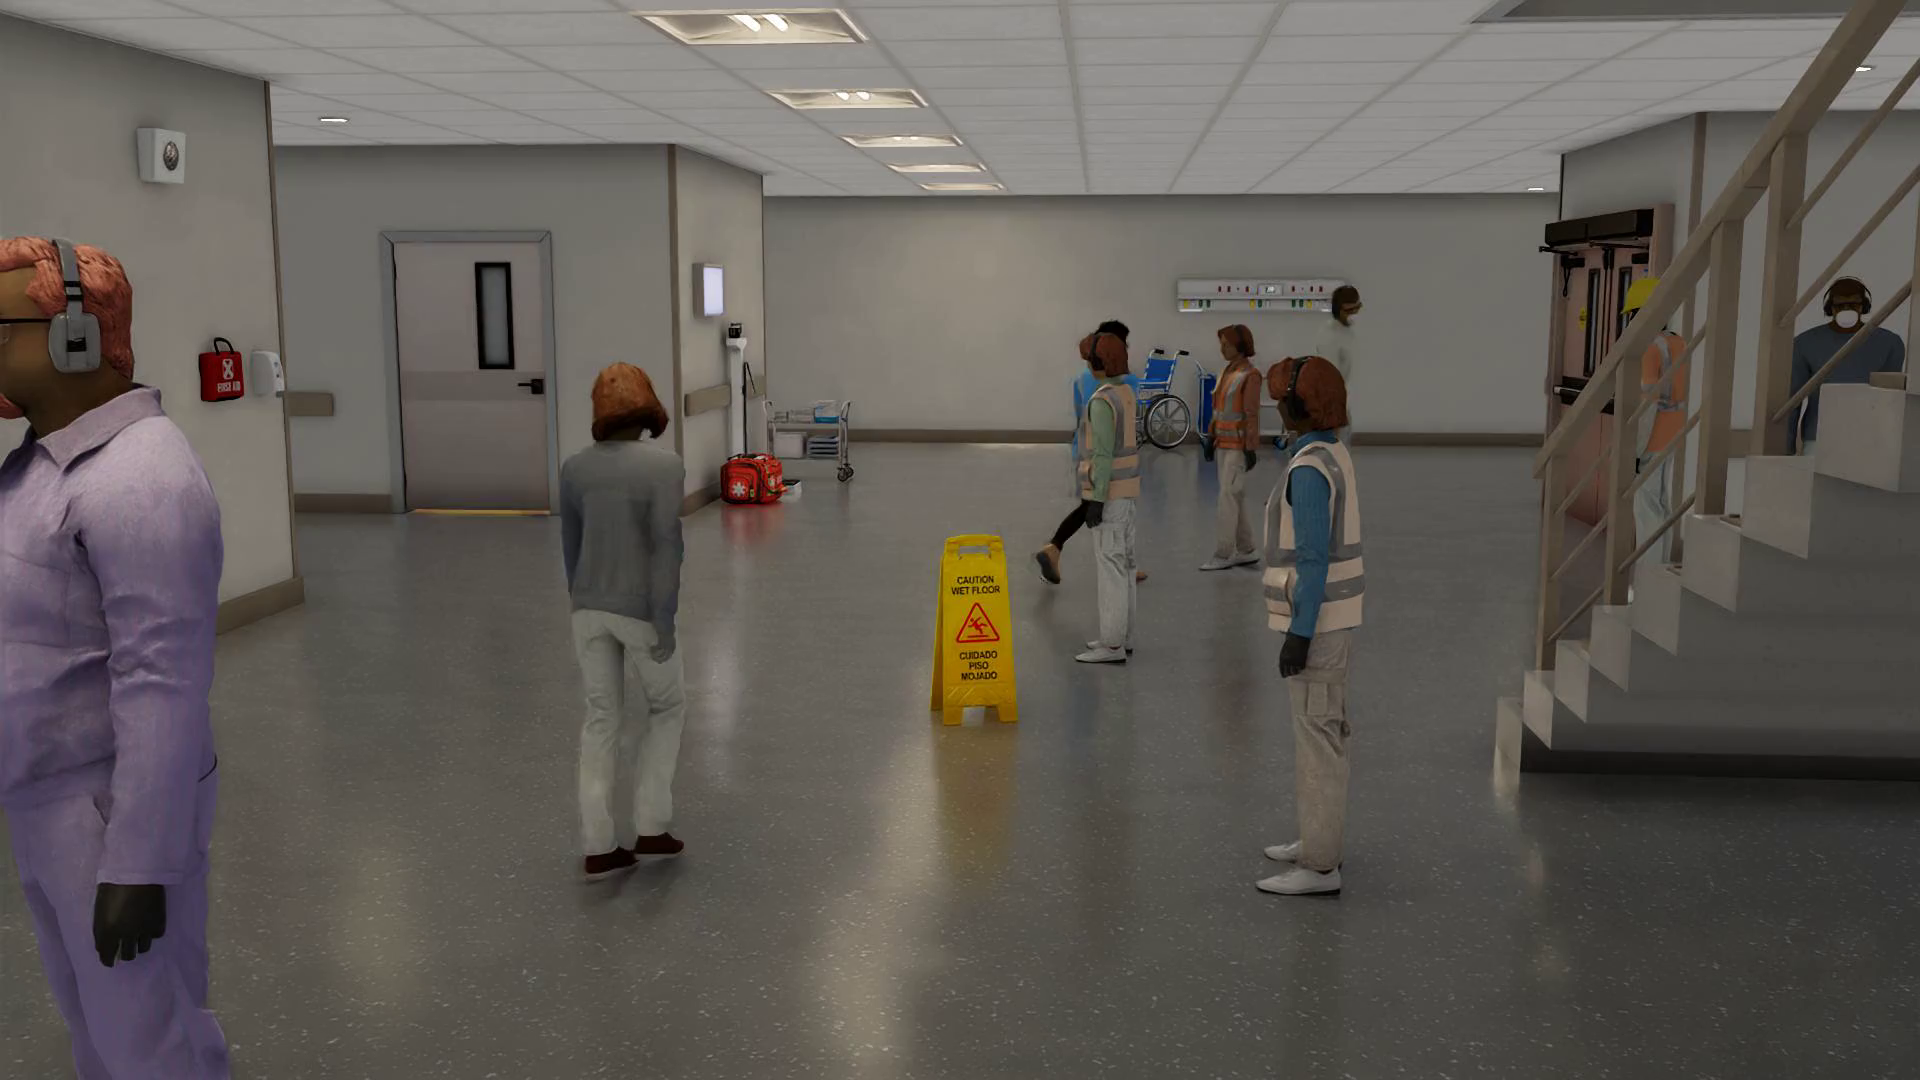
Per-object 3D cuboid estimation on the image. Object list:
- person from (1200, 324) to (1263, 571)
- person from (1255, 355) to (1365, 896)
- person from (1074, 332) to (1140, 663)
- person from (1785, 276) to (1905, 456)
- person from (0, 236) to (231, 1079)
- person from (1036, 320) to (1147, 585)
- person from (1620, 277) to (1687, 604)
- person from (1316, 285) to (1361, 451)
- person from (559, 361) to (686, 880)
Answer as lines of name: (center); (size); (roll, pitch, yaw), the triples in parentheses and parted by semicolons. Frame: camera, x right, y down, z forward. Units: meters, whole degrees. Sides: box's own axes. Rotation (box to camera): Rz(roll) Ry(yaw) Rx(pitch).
person: (1.793, -0.606, 10.987); (0.450, 1.632, 0.539); (-2, 9, -15)
person: (1.066, 0.261, 5.055); (0.315, 1.636, 0.514); (3, 9, 18)
person: (0.736, -0.206, 8.234); (0.314, 1.636, 0.514); (3, 9, 19)
person: (5.057, -0.546, 9.582); (0.637, 1.927, 0.380); (2, 9, 16)
person: (-1.456, 0.461, 2.786); (0.410, 1.909, 0.643); (-7, 11, -41)
person: (0.847, -0.529, 10.331); (0.774, 1.672, 0.538); (-7, 11, -39)
person: (4.039, -0.573, 9.778); (0.376, 1.918, 0.584); (6, 10, 37)
person: (2.841, -0.991, 12.708); (0.485, 1.894, 0.712); (4, 9, 24)
person: (-1.076, 0.250, 5.226); (0.519, 1.592, 0.478); (4, 9, 23)
